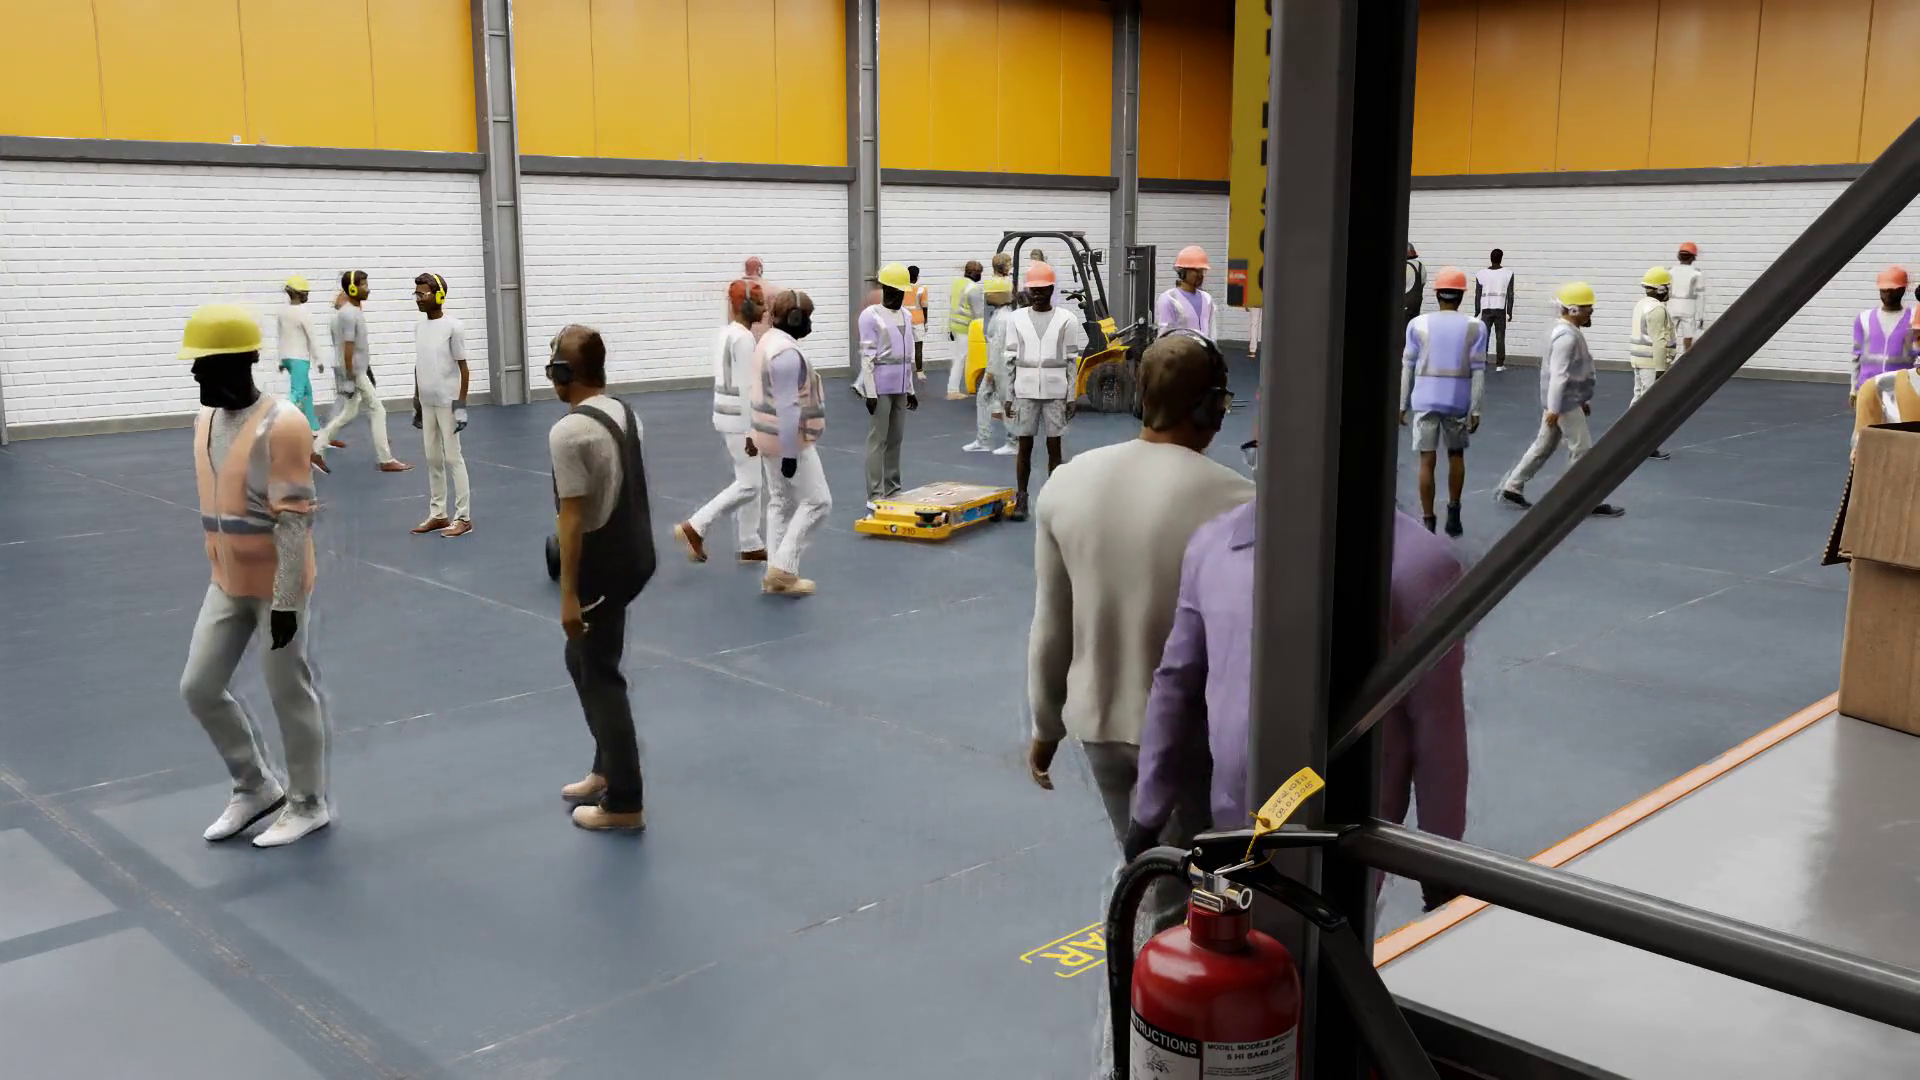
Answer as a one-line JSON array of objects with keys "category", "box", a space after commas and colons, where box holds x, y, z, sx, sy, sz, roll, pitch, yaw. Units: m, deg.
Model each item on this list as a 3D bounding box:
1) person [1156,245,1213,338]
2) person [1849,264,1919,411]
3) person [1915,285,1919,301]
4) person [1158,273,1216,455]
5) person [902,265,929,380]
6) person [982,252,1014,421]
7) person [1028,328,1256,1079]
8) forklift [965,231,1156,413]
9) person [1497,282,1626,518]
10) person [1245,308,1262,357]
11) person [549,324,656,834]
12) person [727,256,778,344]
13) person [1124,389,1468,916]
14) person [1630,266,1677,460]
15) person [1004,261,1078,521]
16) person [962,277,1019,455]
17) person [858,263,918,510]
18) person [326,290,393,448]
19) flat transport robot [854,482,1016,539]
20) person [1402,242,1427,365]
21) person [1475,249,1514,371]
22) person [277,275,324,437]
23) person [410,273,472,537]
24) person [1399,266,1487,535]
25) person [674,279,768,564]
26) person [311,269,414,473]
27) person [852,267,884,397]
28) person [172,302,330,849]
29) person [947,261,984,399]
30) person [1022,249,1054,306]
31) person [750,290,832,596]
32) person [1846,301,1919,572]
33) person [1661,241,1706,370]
[{"category": "person", "box": [1.902, -1.420, 13.875, 0.606, 2.046, 0.369, -9, 14, -40]}, {"category": "person", "box": [7.455, -1.256, 13.375, 0.552, 1.908, 0.890, 7, 13, 35]}, {"category": "person", "box": [9.356, -1.672, 16.193, 0.316, 1.700, 0.540, -6, 12, -30]}, {"category": "person", "box": [2.121, -1.587, 15.283, 0.582, 1.866, 0.693, -5, 12, -25]}, {"category": "person", "box": [-0.710, -3.212, 24.627, 0.532, 1.691, 0.321, 4, 11, 20]}, {"category": "person", "box": [0.441, -2.344, 19.206, 0.369, 1.938, 0.630, -2, 11, -8]}, {"category": "person", "box": [0.551, 0.455, 3.999, 0.666, 1.914, 0.780, 8, 13, 38]}, {"category": "forklift", "box": [1.222, -2.721, 20.561, 2.313, 2.155, 1.214, 2, 11, 13]}, {"category": "person", "box": [4.612, -1.076, 12.716, 0.920, 1.792, 0.593, 3, 11, 17]}, {"category": "person", "box": [5.302, -4.205, 29.227, 0.620, 1.987, 0.400, -1, 10, -8]}, {"category": "person", "box": [-1.308, 0.141, 6.000, 0.504, 1.815, 0.542, 3, 11, 17]}, {"category": "person", "box": [-2.398, -2.402, 19.654, 0.647, 1.892, 0.447, 4, 11, 22]}, {"category": "person", "box": [0.657, 0.583, 3.469, 1.005, 1.849, 0.674, -9, 14, -42]}, {"category": "person", "box": [6.636, -1.693, 15.932, 0.404, 1.837, 0.590, 1, 10, 3]}, {"category": "person", "box": [0.600, -1.094, 12.393, 0.552, 1.937, 0.356, 1, 10, 6]}, {"category": "person", "box": [0.279, -1.678, 16.135, 0.684, 1.716, 0.513, -1, 10, -3]}, {"category": "person", "box": [-0.533, -1.179, 12.912, 0.380, 1.917, 0.585, 7, 13, 34]}, {"category": "person", "box": [-6.105, -1.713, 16.707, 0.527, 1.603, 0.682, 6, 12, 31]}, {"category": "flat transport robot", "box": [-0.137, -0.235, 12.254, 0.652, 0.197, 1.431, 5, 12, 27]}, {"category": "person", "box": [7.367, -3.933, 27.589, 0.675, 2.000, 0.536, -8, 13, -38]}, {"category": "person", "box": [8.428, -3.629, 26.264, 0.587, 1.920, 0.392, 4, 11, 21]}, {"category": "person", "box": [-6.934, -1.886, 17.287, 0.521, 1.719, 0.880, 6, 12, 32]}, {"category": "person", "box": [-3.712, -0.956, 11.821, 0.531, 1.870, 0.318, 6, 12, 31]}, {"category": "person", "box": [3.395, -0.962, 11.755, 0.567, 1.912, 0.702, 2, 11, 12]}, {"category": "person", "box": [-1.480, -0.733, 10.649, 0.647, 1.868, 0.576, -3, 11, -17]}, {"category": "person", "box": [-5.465, -1.501, 14.897, 0.901, 1.840, 0.513, -4, 11, -22]}, {"category": "person", "box": [-1.091, -2.748, 22.018, 0.857, 1.732, 0.526, -7, 12, -32]}, {"category": "person", "box": [-2.443, 0.145, 5.722, 0.588, 1.909, 0.516, 6, 12, 29]}, {"category": "person", "box": [0.157, -2.720, 21.656, 0.750, 1.806, 0.656, -4, 11, -21]}, {"category": "person", "box": [1.173, -3.627, 26.251, 0.651, 1.916, 0.602, 9, 14, 41]}, {"category": "person", "box": [-1.002, -0.559, 9.821, 0.447, 1.818, 0.624, -4, 11, -19]}, {"category": "person", "box": [3.822, -0.035, 6.618, 0.544, 1.938, 0.355, 3, 11, 16]}, {"category": "person", "box": [10.432, -3.282, 24.035, 0.614, 2.040, 0.390, 8, 13, 36]}]
